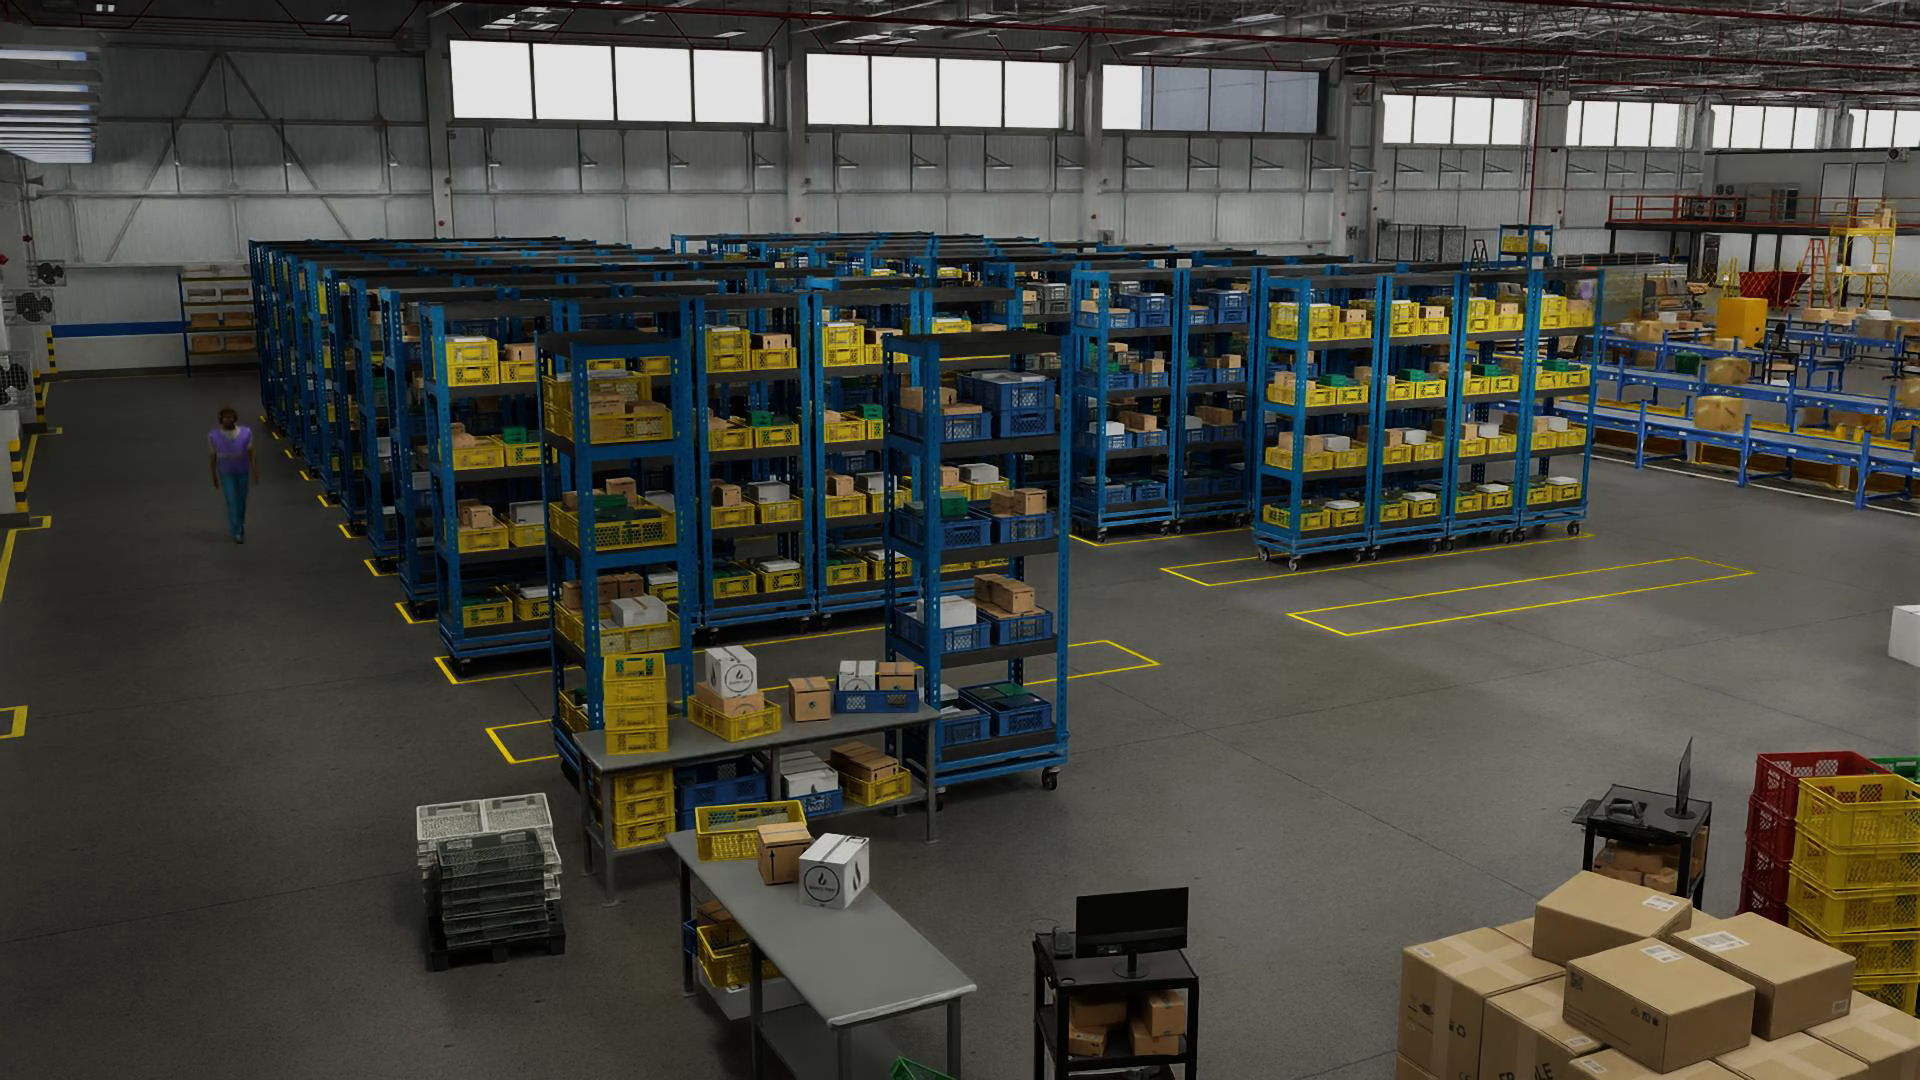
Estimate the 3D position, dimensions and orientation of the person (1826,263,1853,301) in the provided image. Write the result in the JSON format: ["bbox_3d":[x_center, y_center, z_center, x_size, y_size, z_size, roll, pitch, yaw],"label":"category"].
[{"bbox_3d":[35.996,-10.683,67.936,0.944,1.849,0.583,7,14,30],"label":"person"}]

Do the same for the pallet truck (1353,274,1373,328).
[{"bbox_3d":[13.011,-8.050,55.243,0.823,1.965,1.885,-7,14,-28],"label":"pallet truck"}]

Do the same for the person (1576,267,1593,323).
[{"bbox_3d":[20.777,-8.114,55.551,1.027,1.987,0.637,12,17,43],"label":"person"}]

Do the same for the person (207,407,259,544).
[{"bbox_3d":[-9.732,-0.903,22.252,0.560,1.819,0.889,-9,15,-35],"label":"person"}]
